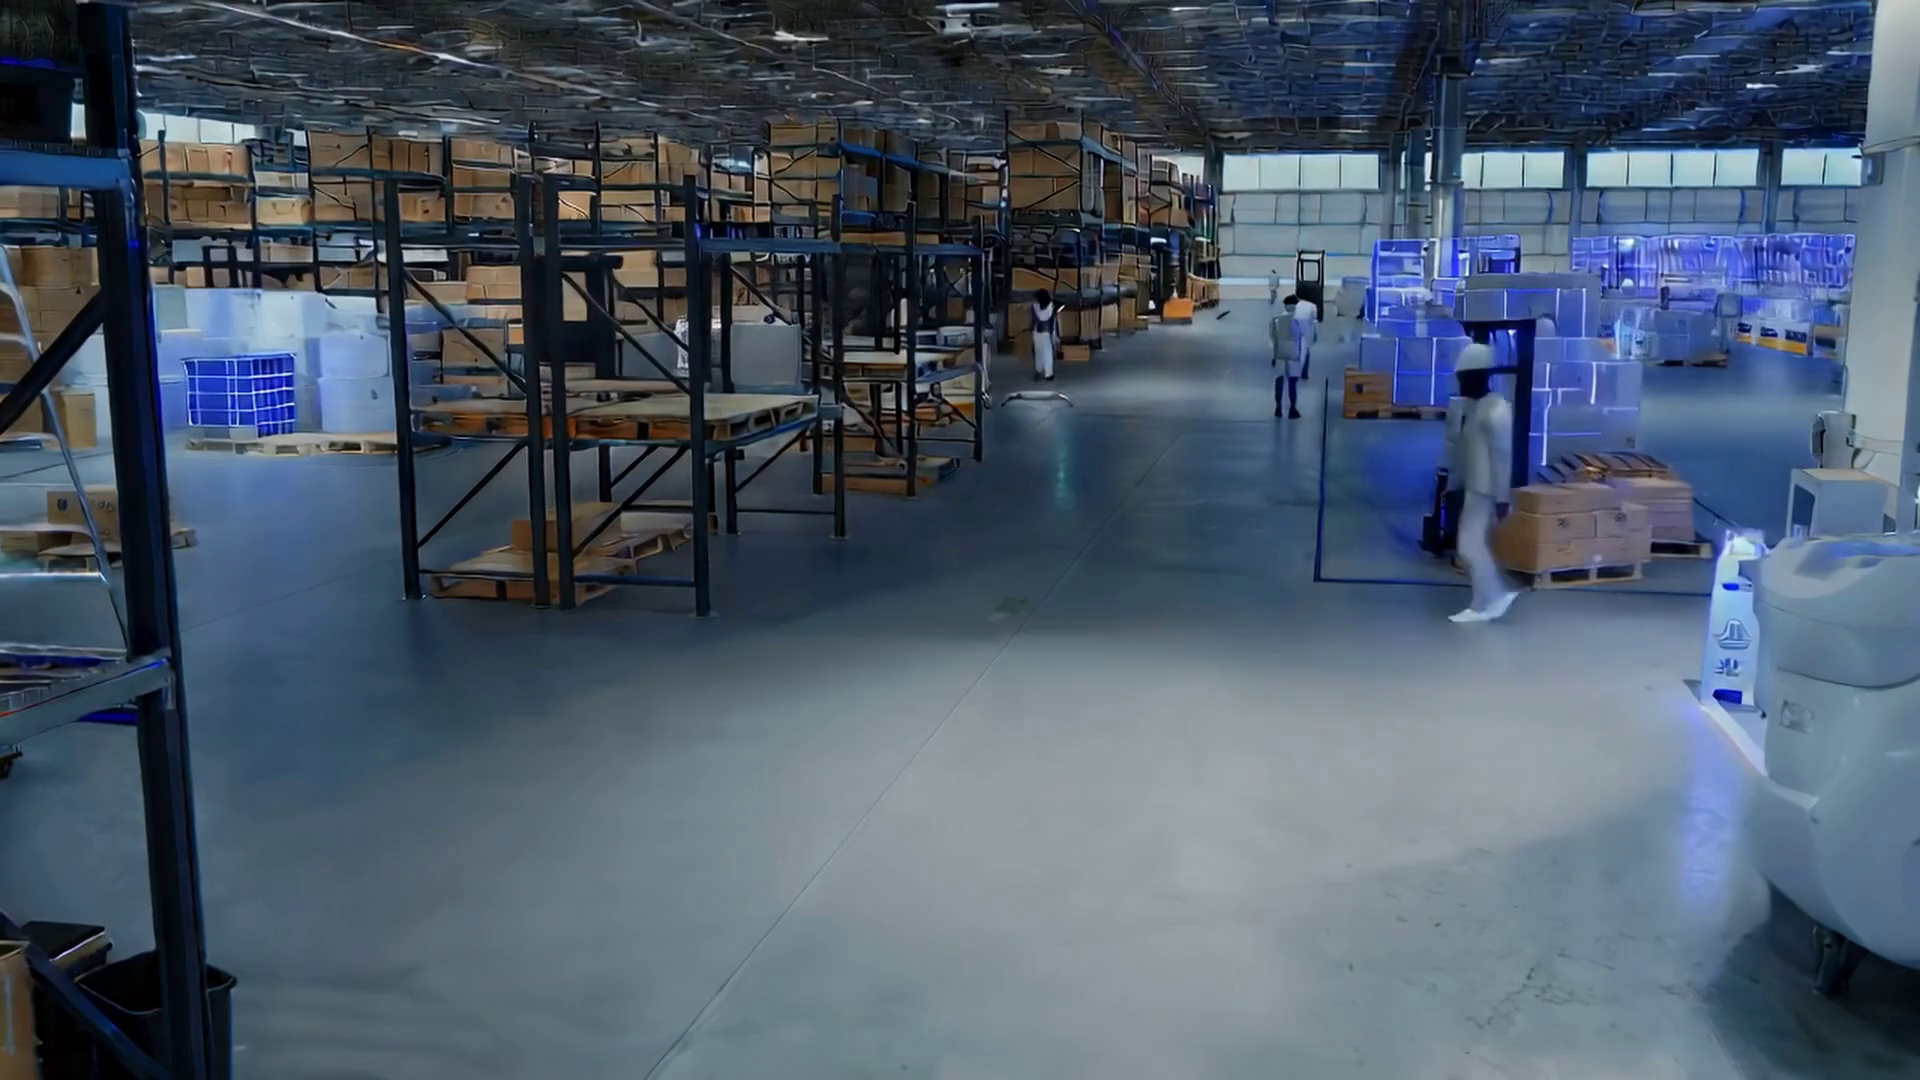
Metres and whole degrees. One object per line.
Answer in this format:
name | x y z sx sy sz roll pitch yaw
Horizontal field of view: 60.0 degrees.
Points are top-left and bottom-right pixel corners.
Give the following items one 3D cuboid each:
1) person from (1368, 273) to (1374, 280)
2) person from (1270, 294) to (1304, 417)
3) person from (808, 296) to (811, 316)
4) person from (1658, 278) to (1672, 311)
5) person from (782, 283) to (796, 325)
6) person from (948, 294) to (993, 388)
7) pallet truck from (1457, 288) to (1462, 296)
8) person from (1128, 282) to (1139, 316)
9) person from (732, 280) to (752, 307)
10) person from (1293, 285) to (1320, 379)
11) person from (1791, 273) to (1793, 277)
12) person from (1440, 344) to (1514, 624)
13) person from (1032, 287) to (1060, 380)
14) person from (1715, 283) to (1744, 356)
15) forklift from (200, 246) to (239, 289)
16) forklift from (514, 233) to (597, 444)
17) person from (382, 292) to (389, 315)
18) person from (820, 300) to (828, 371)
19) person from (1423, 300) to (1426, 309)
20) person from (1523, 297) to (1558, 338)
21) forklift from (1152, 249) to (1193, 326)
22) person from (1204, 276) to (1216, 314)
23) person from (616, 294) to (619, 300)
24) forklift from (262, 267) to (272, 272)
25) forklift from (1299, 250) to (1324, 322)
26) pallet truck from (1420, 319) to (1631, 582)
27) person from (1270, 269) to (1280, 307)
person | 22.684 -13.948 92.296 0.679 1.691 0.576 3 10 15
person | 5.147 -2.889 26.115 0.544 1.933 0.376 7 12 34
person | -5.623 -9.165 64.166 0.507 1.631 0.266 -1 10 -3
person | 24.605 -8.225 58.066 0.403 1.817 0.601 8 12 38
person | -5.787 -7.872 56.355 0.535 1.690 0.319 -9 13 -43
person | 0.241 -3.843 32.161 1.015 1.810 0.490 -5 11 -26
pallet truck | 20.506 -9.785 68.819 0.653 1.274 1.630 2 10 12
person | 6.212 -8.353 59.178 0.435 1.682 0.552 6 11 32
person | -5.946 -6.137 45.334 0.551 1.935 0.375 2 10 13
person | 7.067 -4.258 34.177 0.630 1.945 0.596 2 10 10
person | 39.848 -11.880 79.642 0.589 1.837 0.404 -4 10 -22
person | 3.484 -0.361 11.225 0.433 1.914 0.597 -1 10 -3
person | 1.806 -4.235 34.162 0.436 1.914 0.770 -9 13 -44
person | 19.873 -5.695 42.970 0.661 1.862 0.985 3 10 18
forklift | -20.222 -6.645 45.556 1.129 2.768 1.873 2 10 12
forklift | -5.266 -2.729 22.367 1.129 2.768 1.873 0 10 2
person | -13.609 -5.048 39.602 0.318 1.696 0.537 -4 10 -23
person | -2.890 -4.148 34.438 0.306 1.639 0.523 3 10 18
person | 15.827 -7.809 56.166 0.286 1.625 0.497 -7 12 -34
person | 8.354 -2.543 23.750 1.045 2.000 0.756 4 10 21
forklift | 7.646 -9.320 61.395 1.873 2.768 1.129 2 10 11
person | 11.285 -11.060 75.077 0.565 1.733 0.495 6 11 30
person | -8.456 -5.243 40.949 0.524 1.631 0.318 0 10 -1
forklift | -23.677 -8.640 57.371 1.873 2.768 1.129 1 10 3
forklift | 13.778 -10.002 65.433 1.129 2.768 1.873 2 10 12
pallet truck | 4.543 -0.757 13.299 0.823 1.965 1.885 -4 10 -22
person | 16.468 -13.148 86.731 0.659 1.972 0.659 -3 10 -17
